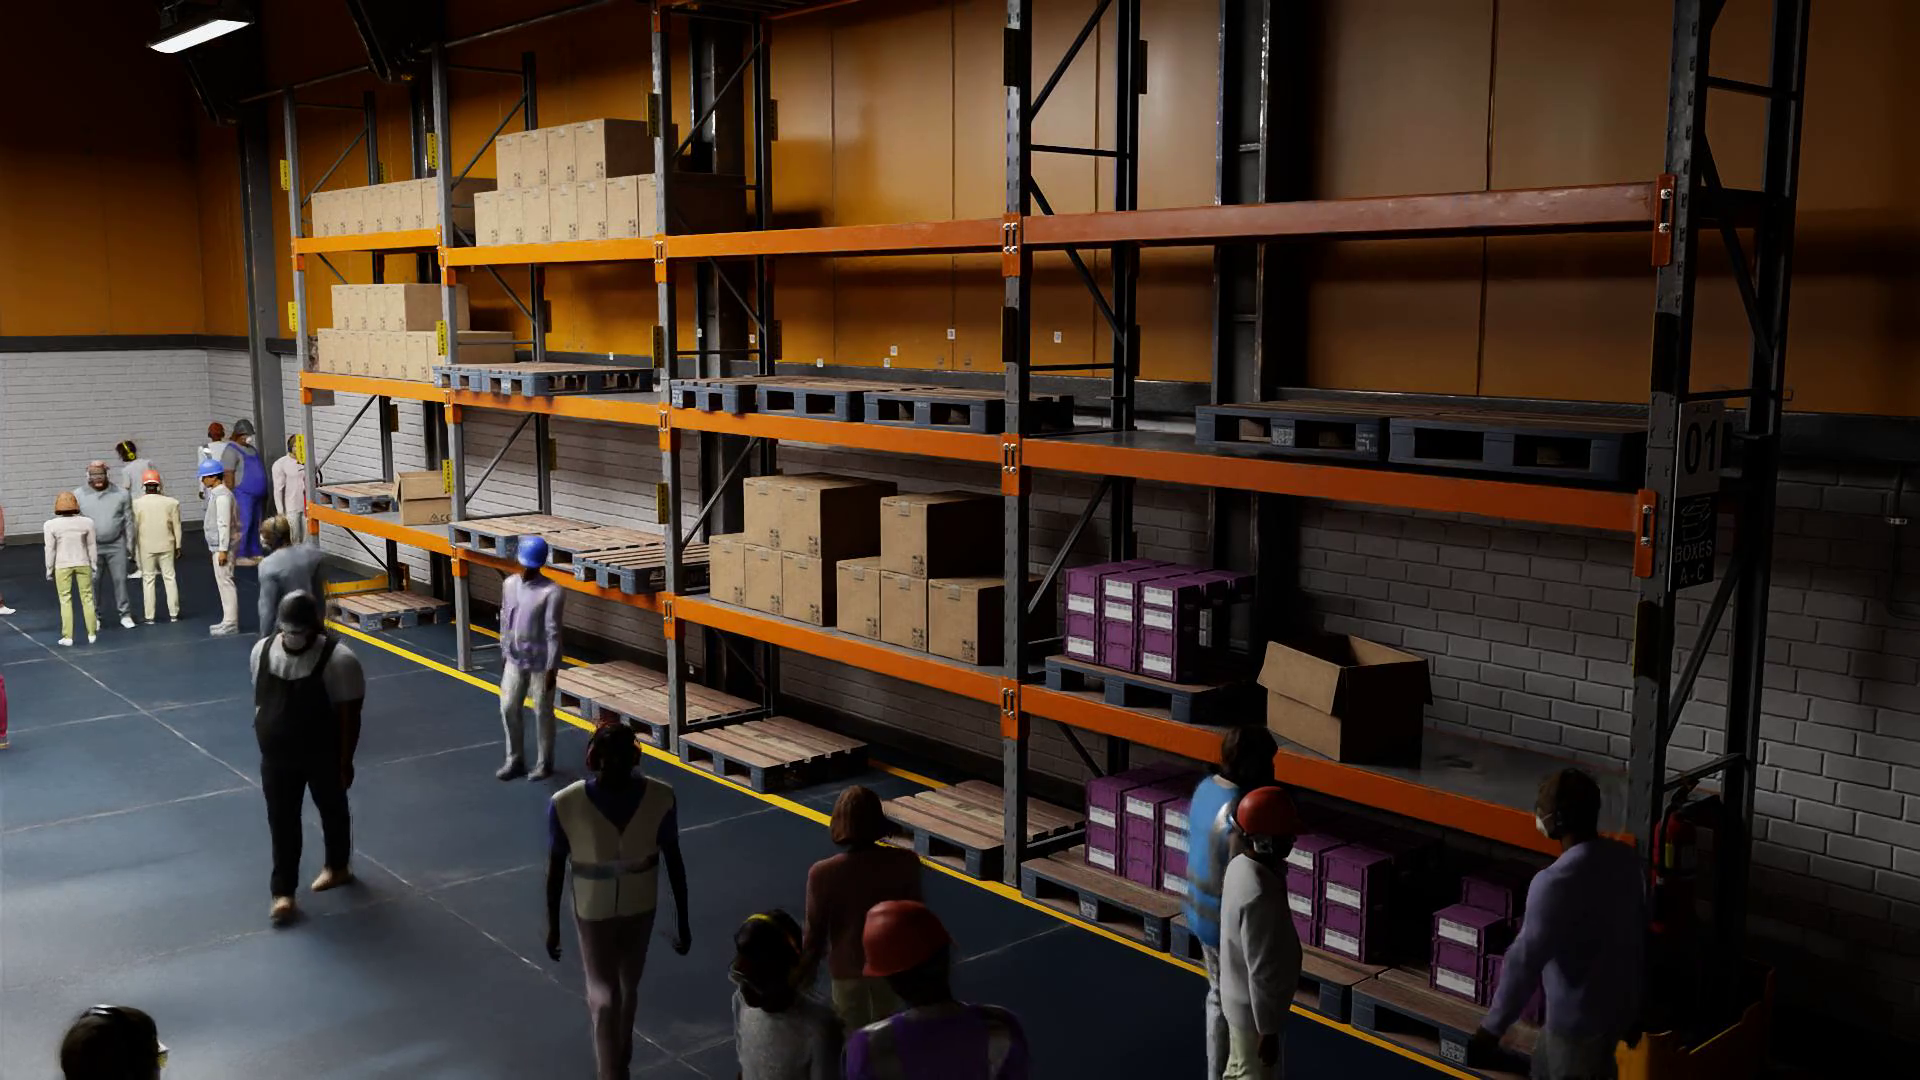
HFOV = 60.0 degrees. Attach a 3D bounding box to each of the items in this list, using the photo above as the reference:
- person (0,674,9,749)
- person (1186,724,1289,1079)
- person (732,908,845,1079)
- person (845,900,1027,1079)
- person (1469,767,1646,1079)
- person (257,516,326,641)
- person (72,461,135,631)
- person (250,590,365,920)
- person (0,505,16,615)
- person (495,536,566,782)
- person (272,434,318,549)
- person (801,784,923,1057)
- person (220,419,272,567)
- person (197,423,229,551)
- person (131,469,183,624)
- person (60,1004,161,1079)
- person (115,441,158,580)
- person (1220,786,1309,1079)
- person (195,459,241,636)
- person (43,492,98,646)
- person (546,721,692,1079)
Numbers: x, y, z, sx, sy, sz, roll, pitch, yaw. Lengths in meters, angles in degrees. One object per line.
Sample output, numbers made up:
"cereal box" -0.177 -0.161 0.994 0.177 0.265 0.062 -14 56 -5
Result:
"person" -7.895 0.747 13.311 0.381 1.994 0.620 -1 8 -6
"person" 1.243 1.701 7.268 0.493 1.828 0.634 -2 8 -11
"person" -0.521 1.995 5.154 0.462 1.845 0.632 -7 11 -40
"person" -0.054 1.995 5.016 0.592 1.891 0.482 -2 9 -16
"person" 2.256 1.800 6.311 0.880 1.895 0.662 8 11 42
"person" -5.454 0.738 13.691 0.351 1.913 0.741 3 9 19
"person" -9.470 0.067 18.384 0.645 1.901 0.396 -5 10 -31
"person" -3.909 1.207 9.958 0.697 2.000 1.025 0 8 -2
"person" -11.322 -0.058 19.230 0.641 1.905 0.410 1 8 8
"person" -3.224 0.903 12.530 0.643 1.907 0.523 4 9 24
"person" -8.552 -0.403 21.500 0.355 1.936 0.637 6 10 34
"person" -0.430 1.826 7.095 0.521 1.607 0.639 -3 9 -21
"person" -9.838 -0.669 22.996 0.537 2.000 0.695 1 8 6
"person" -10.795 -0.773 24.257 0.586 1.882 0.340 -7 11 -40
"person" -9.120 0.076 18.843 0.576 1.755 0.344 -6 10 -38
"person" -2.109 2.102 4.154 0.629 1.929 0.391 3 9 21
"person" -10.780 -0.397 21.880 0.355 1.835 0.652 3 9 22
"person" 1.199 1.831 6.611 0.327 1.752 0.561 0 8 1
"person" -8.096 0.075 18.216 0.420 1.932 0.618 -5 9 -30
"person" -9.426 0.302 17.652 0.508 1.632 0.269 -7 11 -40
"person" -1.473 1.701 7.311 0.597 1.803 0.909 -4 9 -27
